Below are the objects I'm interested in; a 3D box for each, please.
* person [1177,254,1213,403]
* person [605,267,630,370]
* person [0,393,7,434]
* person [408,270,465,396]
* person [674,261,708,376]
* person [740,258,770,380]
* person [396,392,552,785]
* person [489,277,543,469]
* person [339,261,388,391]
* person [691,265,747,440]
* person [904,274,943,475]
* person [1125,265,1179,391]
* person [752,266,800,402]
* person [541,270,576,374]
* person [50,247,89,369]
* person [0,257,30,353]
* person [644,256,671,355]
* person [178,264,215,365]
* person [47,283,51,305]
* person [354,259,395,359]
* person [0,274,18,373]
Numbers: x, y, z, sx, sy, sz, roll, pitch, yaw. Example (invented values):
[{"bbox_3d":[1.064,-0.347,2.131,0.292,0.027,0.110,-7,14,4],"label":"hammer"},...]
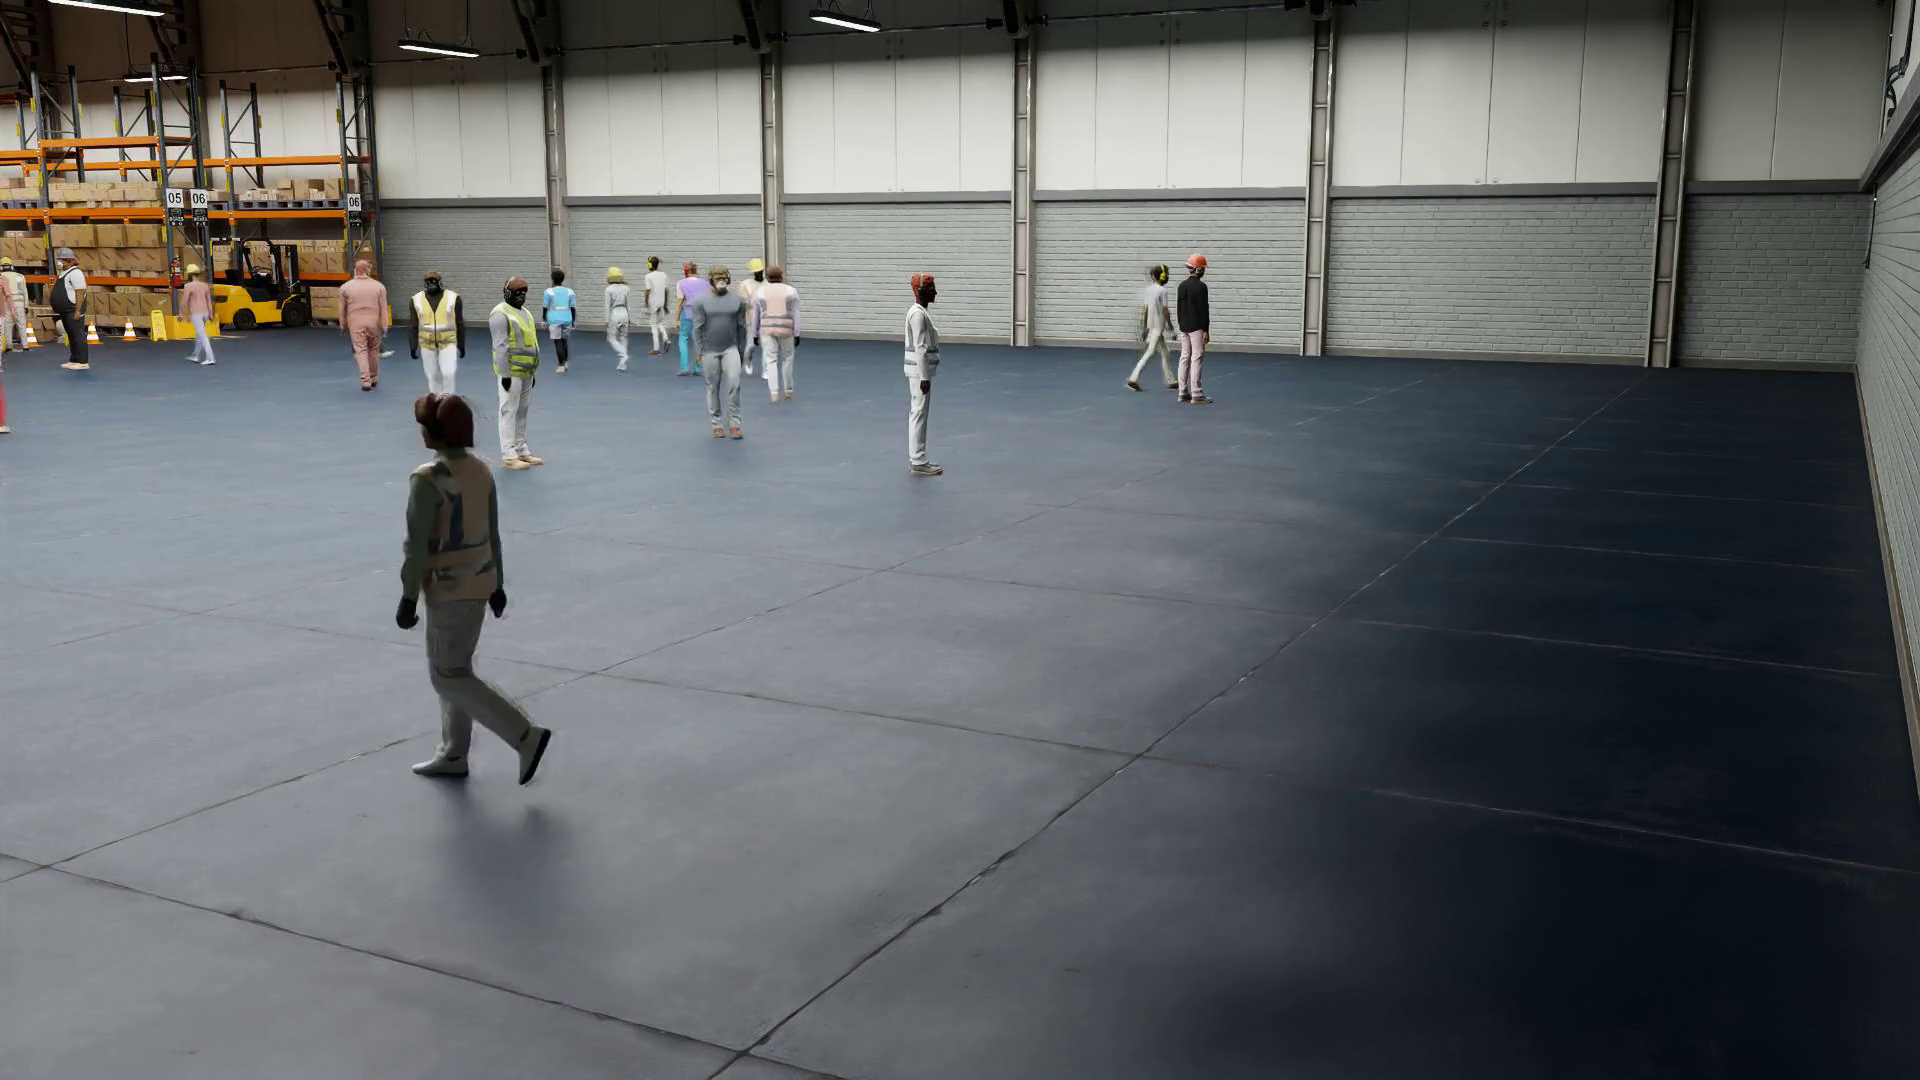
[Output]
[{"bbox_3d":[3.146,-2.830,22.303,0.382,1.995,0.612,-6,12,-29],"label":"person"},{"bbox_3d":[-5.659,-3.673,27.654,0.520,1.727,0.458,-10,14,-43],"label":"person"},{"bbox_3d":[-11.148,-2.055,18.765,0.682,1.744,0.541,2,11,10],"label":"person"},{"bbox_3d":[-6.352,-2.348,20.160,0.654,1.816,0.727,-2,11,-9],"label":"person"},{"bbox_3d":[-4.261,-3.516,26.498,0.577,1.833,0.402,-8,13,-38],"label":"person"},{"bbox_3d":[-3.176,-3.470,26.072,0.585,1.899,0.753,-4,11,-22],"label":"person"},{"bbox_3d":[-1.972,0.212,6.718,0.636,1.620,0.510,2,11,13],"label":"person"},{"bbox_3d":[-4.281,-1.613,16.095,0.430,1.841,0.624,2,11,12],"label":"person"},{"bbox_3d":[-8.713,-3.129,24.292,0.664,1.853,0.981,-5,11,-24],"label":"person"},{"bbox_3d":[-2.613,-2.046,18.246,0.635,1.907,0.805,-3,11,-18],"label":"person"},{"bbox_3d":[-0.349,-1.559,15.677,0.355,1.882,0.576,-1,10,-4],"label":"person"},{"bbox_3d":[2.825,-3.045,23.982,0.987,1.832,0.511,-3,11,-15],"label":"person"},{"bbox_3d":[-2.496,-2.801,22.635,0.653,1.822,0.700,-1,10,-5],"label":"person"},{"bbox_3d":[-6.579,-3.562,27.139,0.540,1.681,0.597,-8,13,-38],"label":"person"},{"bbox_3d":[-14.960,-3.883,27.920,0.539,2.000,0.688,-10,14,-43],"label":"person"},{"bbox_3d":[-18.128,-4.482,31.779,0.588,1.823,0.403,-7,12,-33],"label":"person"},{"bbox_3d":[-5.693,-4.395,31.205,0.439,1.857,0.552,8,13,38],"label":"person"},{"bbox_3d":[-13.323,-3.907,28.906,0.854,1.731,0.543,3,11,16],"label":"person"},{"bbox_3d":[-22.547,-6.239,41.372,0.991,1.817,0.505,4,11,21],"label":"person"},{"bbox_3d":[-10.688,-4.199,30.263,0.892,1.806,0.536,0,10,2],"label":"person"},{"bbox_3d":[-15.576,-3.646,26.825,0.635,1.952,0.923,-10,14,-43],"label":"person"}]
